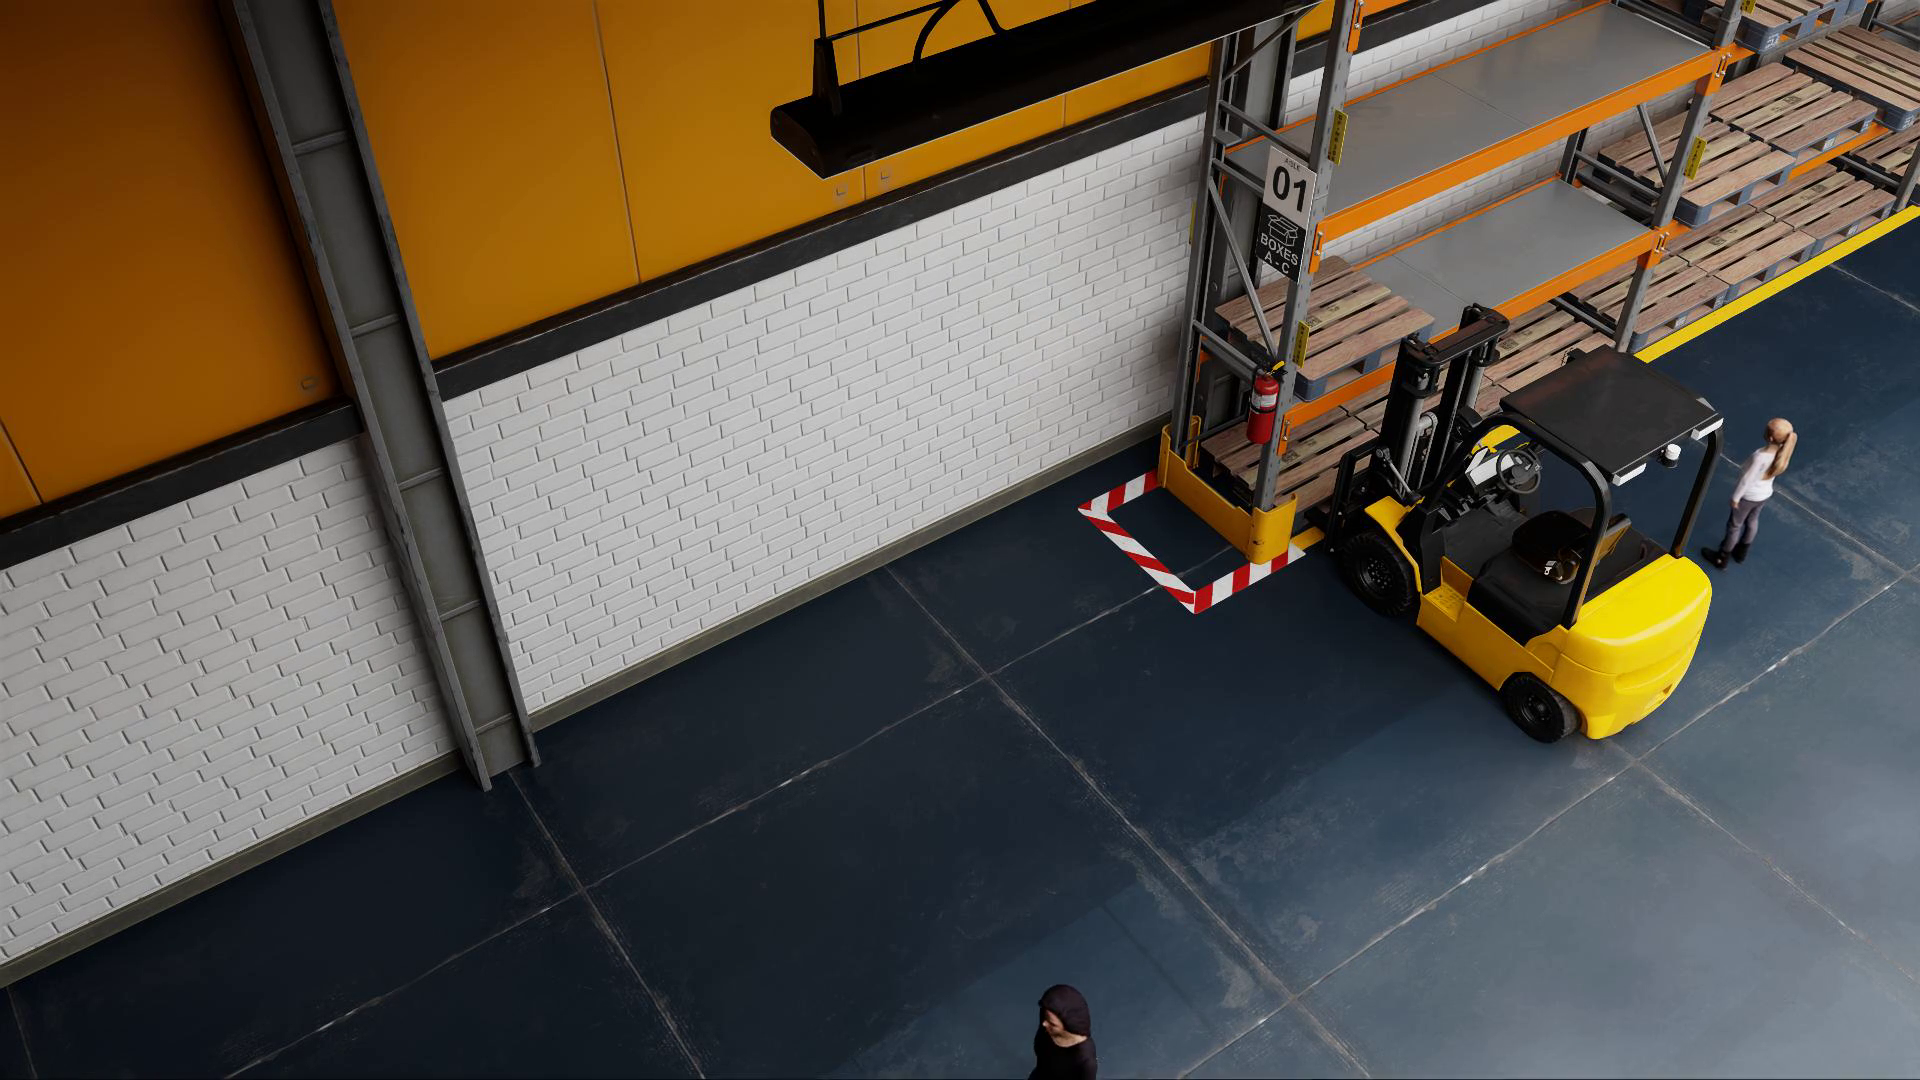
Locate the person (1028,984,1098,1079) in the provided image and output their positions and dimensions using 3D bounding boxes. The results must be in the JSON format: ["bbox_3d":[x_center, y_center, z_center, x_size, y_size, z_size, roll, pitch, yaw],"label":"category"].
[{"bbox_3d":[0.590,2.681,8.128,1.086,1.765,0.671,-23,48,-22],"label":"person"}]

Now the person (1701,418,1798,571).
[{"bbox_3d":[5.557,-0.322,11.633,0.451,1.277,0.557,-21,47,-20],"label":"person"}]
